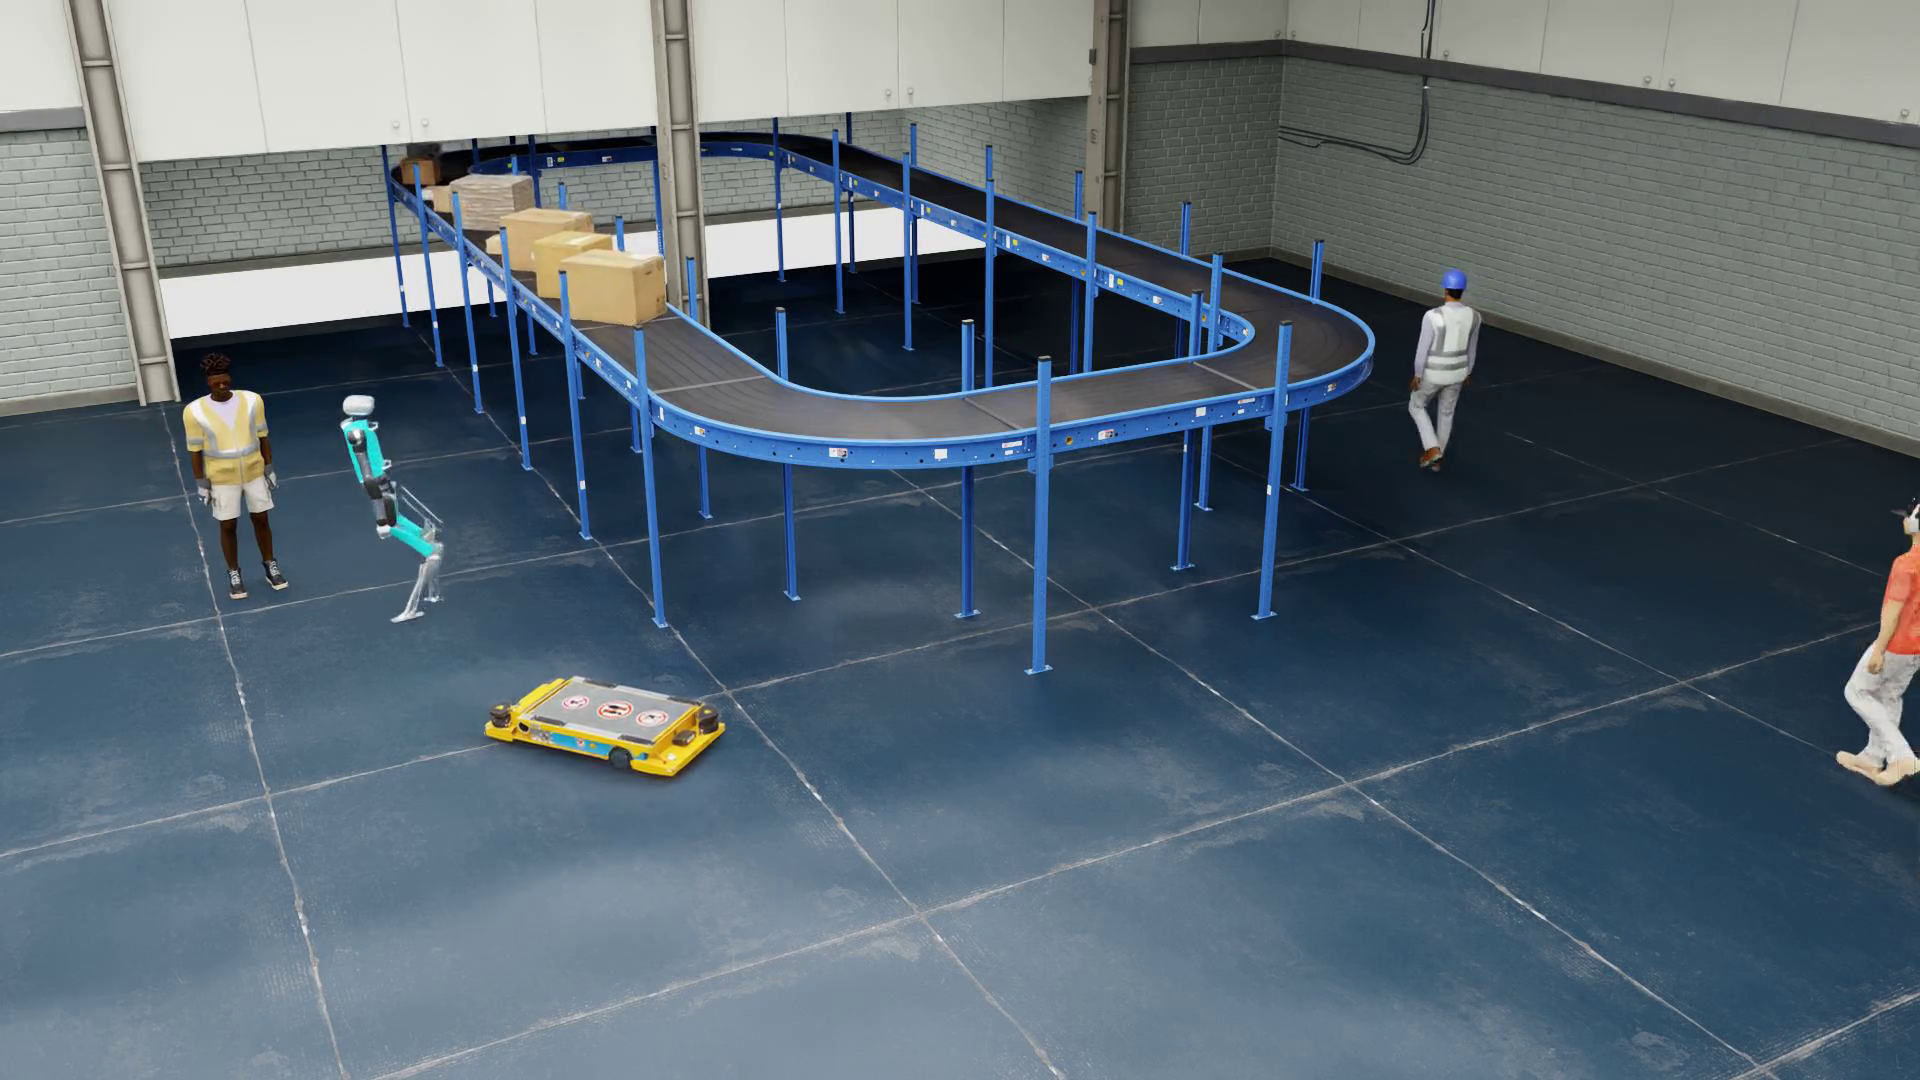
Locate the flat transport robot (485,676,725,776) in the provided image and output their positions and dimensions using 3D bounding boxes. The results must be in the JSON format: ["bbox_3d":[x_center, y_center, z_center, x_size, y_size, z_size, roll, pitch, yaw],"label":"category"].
[{"bbox_3d":[-2.329,1.200,10.908,1.431,0.231,0.659,9,24,21],"label":"flat transport robot"}]

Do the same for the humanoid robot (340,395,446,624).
[{"bbox_3d":[-4.151,-0.240,12.529,0.794,1.794,0.530,-6,23,-14],"label":"humanoid robot"}]

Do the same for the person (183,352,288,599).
[{"bbox_3d":[-5.618,-0.508,12.888,0.605,1.960,0.367,-17,27,-35],"label":"person"}]

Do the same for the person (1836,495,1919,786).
[{"bbox_3d":[5.740,0.634,10.140,0.507,1.893,0.526,-12,25,-26],"label":"person"}]

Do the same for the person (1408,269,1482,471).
[{"bbox_3d":[4.510,-1.566,15.523,0.642,1.934,0.439,-6,23,-14],"label":"person"}]
